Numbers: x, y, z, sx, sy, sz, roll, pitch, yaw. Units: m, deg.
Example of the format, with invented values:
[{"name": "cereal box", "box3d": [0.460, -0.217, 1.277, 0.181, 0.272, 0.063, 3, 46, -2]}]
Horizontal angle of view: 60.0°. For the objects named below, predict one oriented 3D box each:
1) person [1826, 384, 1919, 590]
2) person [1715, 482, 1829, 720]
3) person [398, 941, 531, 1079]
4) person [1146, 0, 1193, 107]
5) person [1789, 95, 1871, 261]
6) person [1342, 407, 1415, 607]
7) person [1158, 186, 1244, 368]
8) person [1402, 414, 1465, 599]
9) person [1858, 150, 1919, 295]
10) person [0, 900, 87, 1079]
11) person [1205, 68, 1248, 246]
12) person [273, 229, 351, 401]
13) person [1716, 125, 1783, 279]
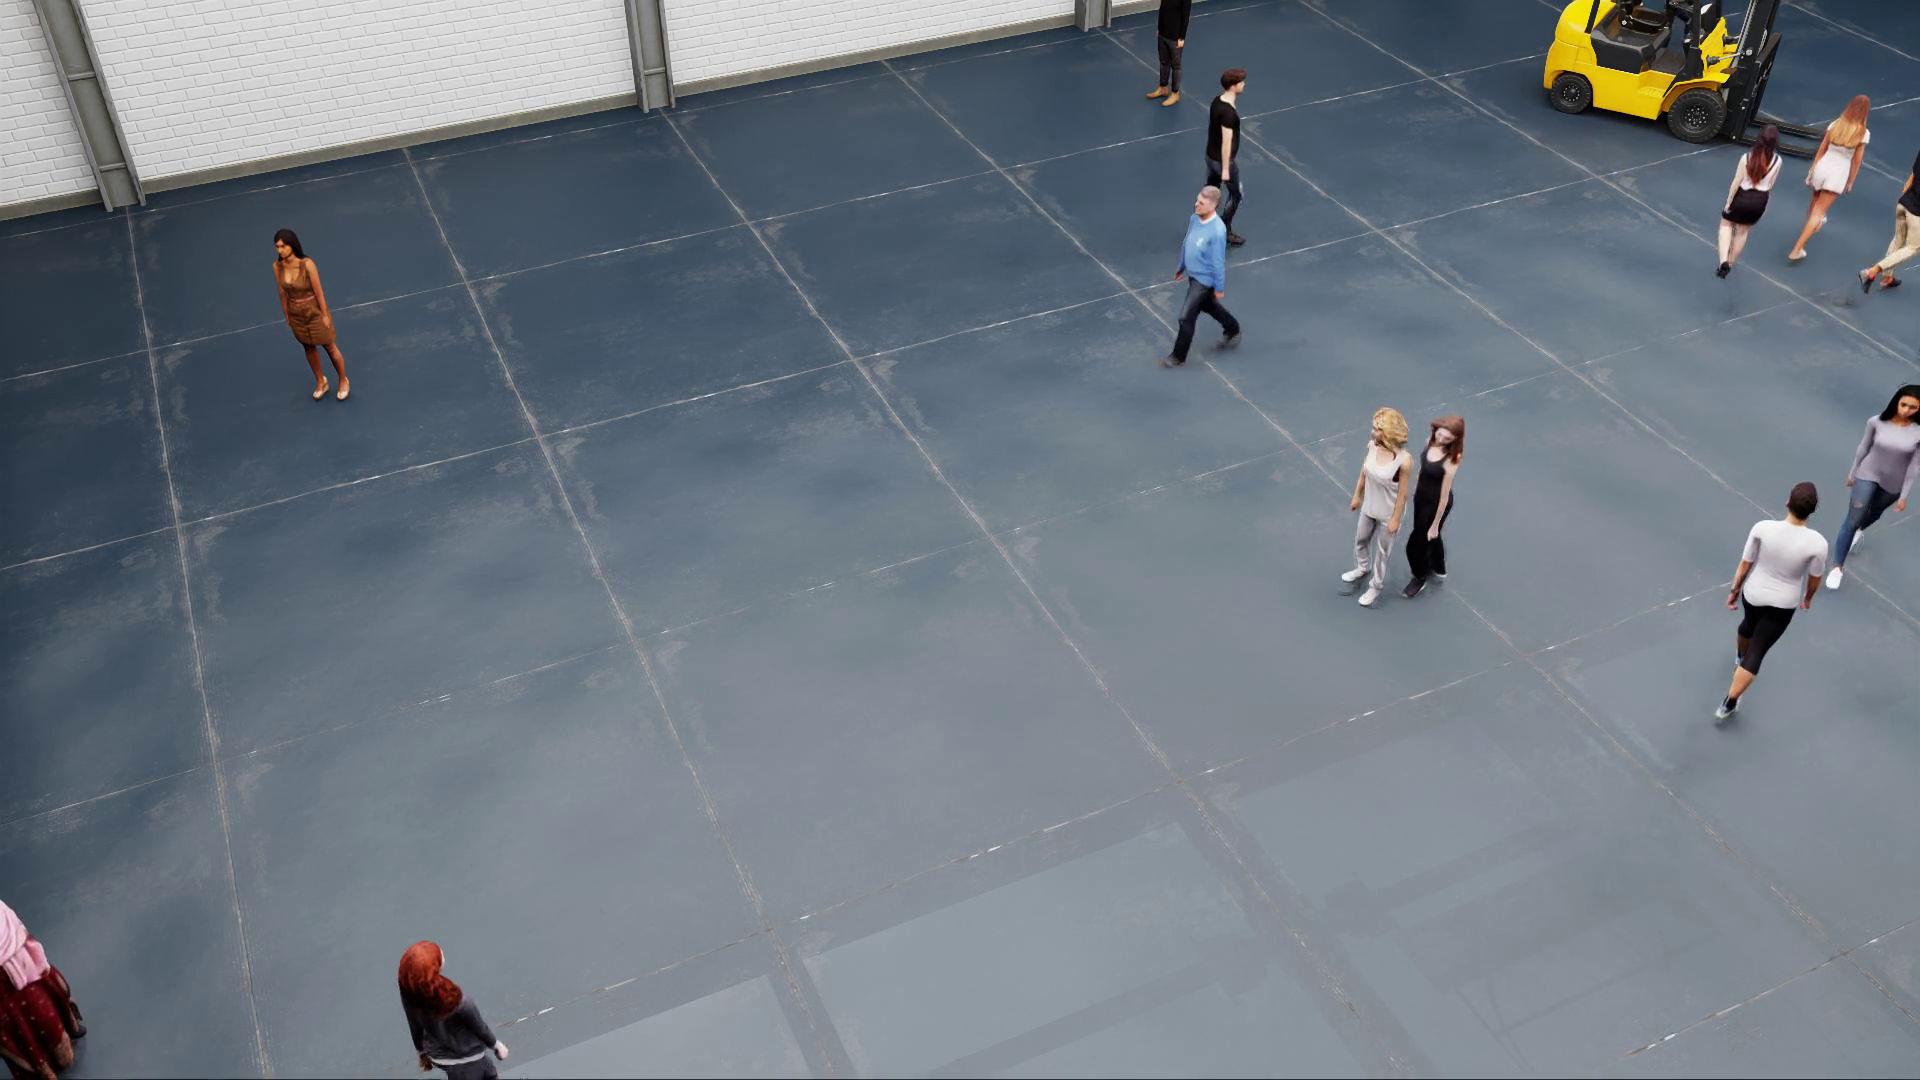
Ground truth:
[{"name": "person", "box3d": [7.092, -0.485, 12.795, 1.029, 1.695, 1.209, 24, 44, 27]}, {"name": "person", "box3d": [5.596, 0.456, 11.525, 1.030, 1.810, 1.311, 26, 45, 29]}, {"name": "person", "box3d": [-2.658, 2.780, 8.670, 1.067, 1.742, 1.190, 17, 42, 20]}, {"name": "person", "box3d": [2.517, -6.043, 19.733, 0.578, 1.723, 0.671, -22, 44, -25]}, {"name": "person", "box3d": [8.723, -3.607, 16.762, 1.249, 1.623, 0.856, -31, 48, -33]}, {"name": "person", "box3d": [3.208, -0.240, 12.523, 0.666, 1.653, 0.648, 28, 46, 30]}, {"name": "person", "box3d": [2.287, -2.428, 15.156, 1.170, 1.786, 0.734, -11, 40, -13]}, {"name": "person", "box3d": [3.590, -0.290, 12.538, 0.770, 1.712, 0.753, -1, 39, -1]}, {"name": "person", "box3d": [9.157, -3.174, 16.053, 0.973, 1.831, 0.736, -10, 40, -12]}, {"name": "person", "box3d": [-5.271, 2.446, 9.188, 0.930, 1.616, 0.874, 13, 40, 15]}, {"name": "person", "box3d": [2.567, -3.855, 16.862, 0.820, 1.886, 0.797, -6, 39, -7]}, {"name": "person", "box3d": [-5.745, -1.988, 14.684, 0.601, 1.687, 0.698, 5, 39, 6]}, {"name": "person", "box3d": [7.727, -3.250, 16.305, 0.732, 1.635, 0.784, 7, 39, 9]}]
